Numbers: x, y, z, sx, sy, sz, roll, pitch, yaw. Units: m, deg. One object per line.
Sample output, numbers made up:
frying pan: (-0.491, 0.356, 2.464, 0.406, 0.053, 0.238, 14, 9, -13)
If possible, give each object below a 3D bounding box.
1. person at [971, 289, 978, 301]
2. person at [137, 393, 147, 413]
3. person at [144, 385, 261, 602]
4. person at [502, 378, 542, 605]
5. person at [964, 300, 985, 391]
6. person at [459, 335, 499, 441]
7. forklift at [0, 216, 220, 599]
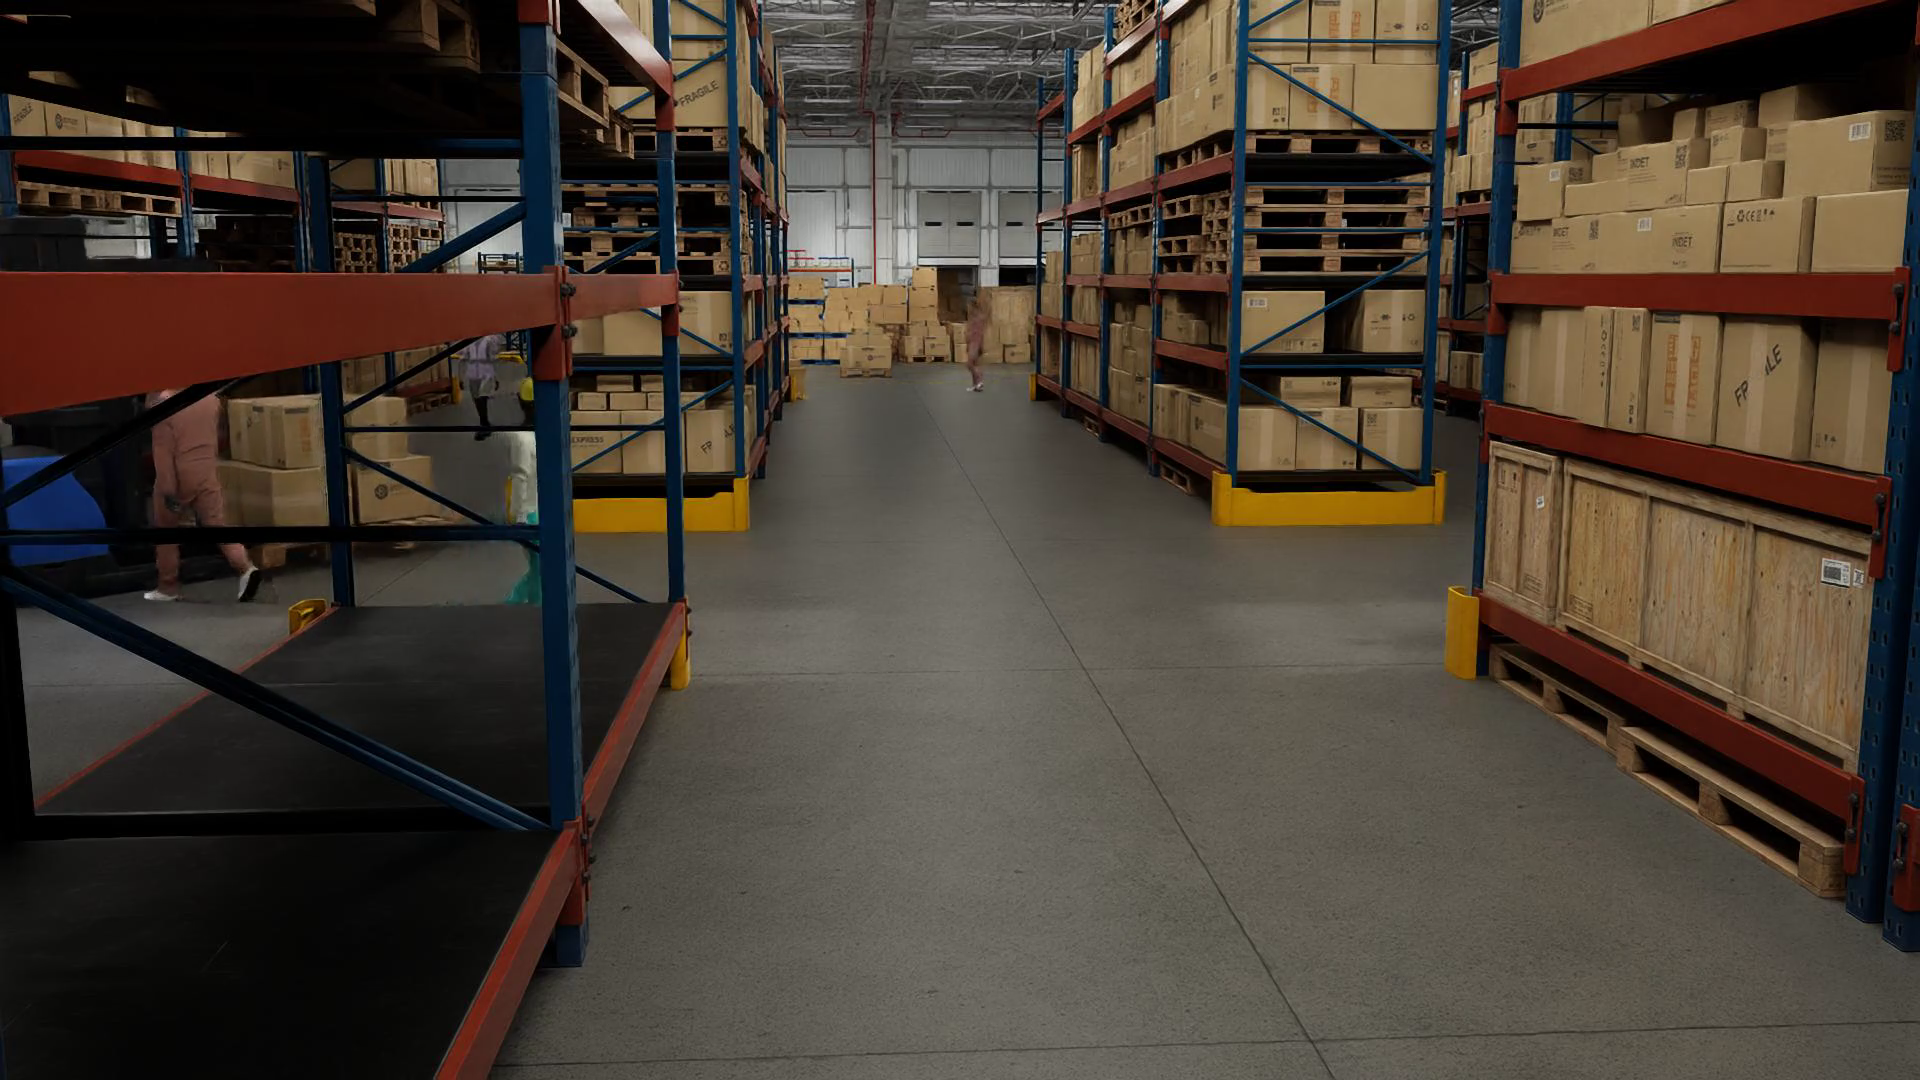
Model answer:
person: (0.651, -9.152, 66.883, 0.434, 1.831, 0.518, 8, 12, 40)
person: (-13.386, -2.717, 26.910, 0.539, 1.677, 0.462, -1, 9, -4)
person: (-5.601, -0.455, 12.147, 0.903, 1.877, 0.635, 4, 10, 24)
person: (-2.752, -0.182, 10.780, 0.397, 1.751, 0.553, 0, 9, 3)
person: (0.270, -4.017, 34.447, 0.445, 1.888, 0.657, -1, 9, -7)
person: (-7.051, -2.426, 24.448, 0.556, 1.904, 0.940, 0, 9, -1)
forklift: (-6.856, -1.018, 12.520, 1.129, 2.768, 1.873, 7, 12, 39)
